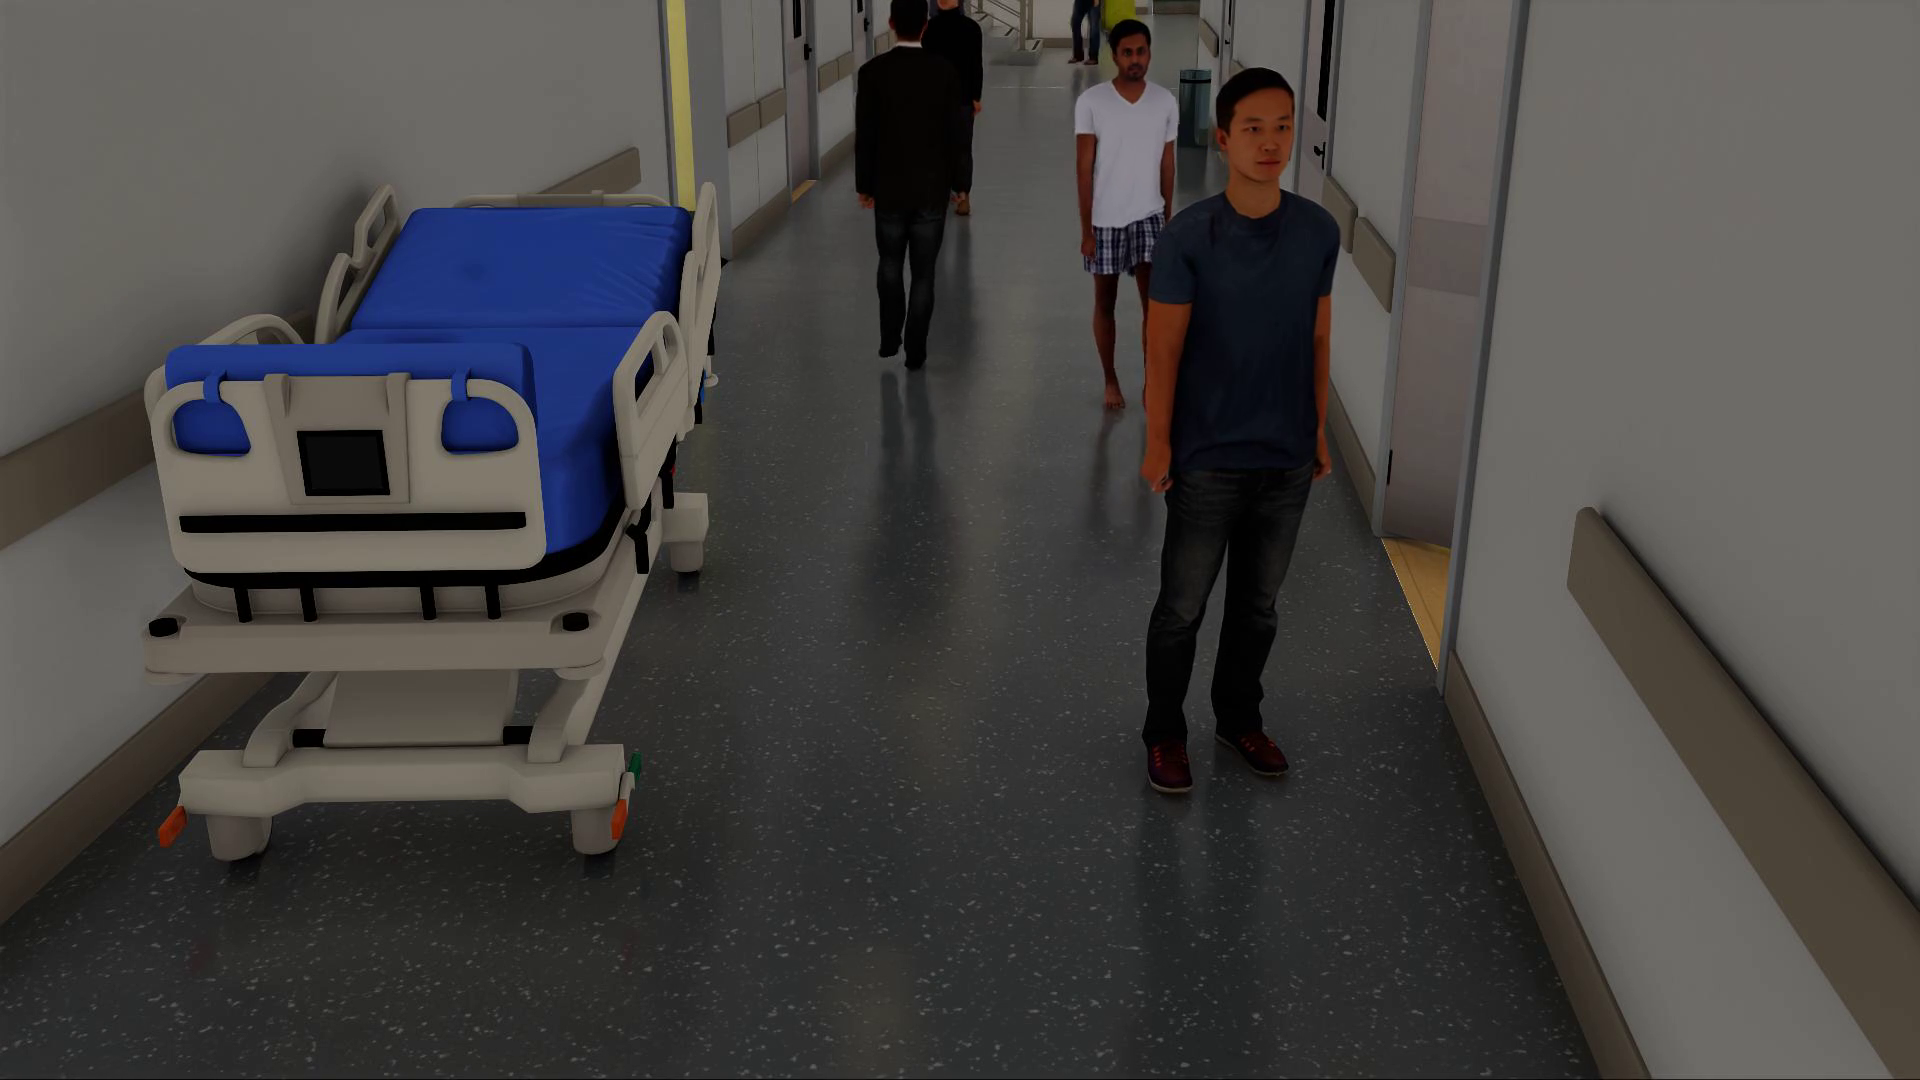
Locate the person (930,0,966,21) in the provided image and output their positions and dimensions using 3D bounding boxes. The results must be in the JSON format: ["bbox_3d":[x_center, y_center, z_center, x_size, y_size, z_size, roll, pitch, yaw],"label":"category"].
[{"bbox_3d":[-0.122,-5.274,17.605,0.923,1.685,0.956,-17,27,-38],"label":"person"}]

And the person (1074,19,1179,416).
[{"bbox_3d":[0.709,-1.428,7.416,0.720,1.708,0.726,-1,21,-2],"label":"person"}]

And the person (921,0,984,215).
[{"bbox_3d":[-0.072,-3.305,12.353,0.540,1.722,0.754,6,22,16],"label":"person"}]

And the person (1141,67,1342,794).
[{"bbox_3d":[0.688,-0.246,4.154,0.622,1.809,0.787,-7,22,-17],"label":"person"}]

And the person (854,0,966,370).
[{"bbox_3d":[-0.234,-1.692,7.990,0.594,1.796,0.754,0,21,1],"label":"person"}]

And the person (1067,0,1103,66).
[{"bbox_3d":[1.960,-7.884,24.284,0.846,1.836,0.903,15,25,34],"label":"person"}]
